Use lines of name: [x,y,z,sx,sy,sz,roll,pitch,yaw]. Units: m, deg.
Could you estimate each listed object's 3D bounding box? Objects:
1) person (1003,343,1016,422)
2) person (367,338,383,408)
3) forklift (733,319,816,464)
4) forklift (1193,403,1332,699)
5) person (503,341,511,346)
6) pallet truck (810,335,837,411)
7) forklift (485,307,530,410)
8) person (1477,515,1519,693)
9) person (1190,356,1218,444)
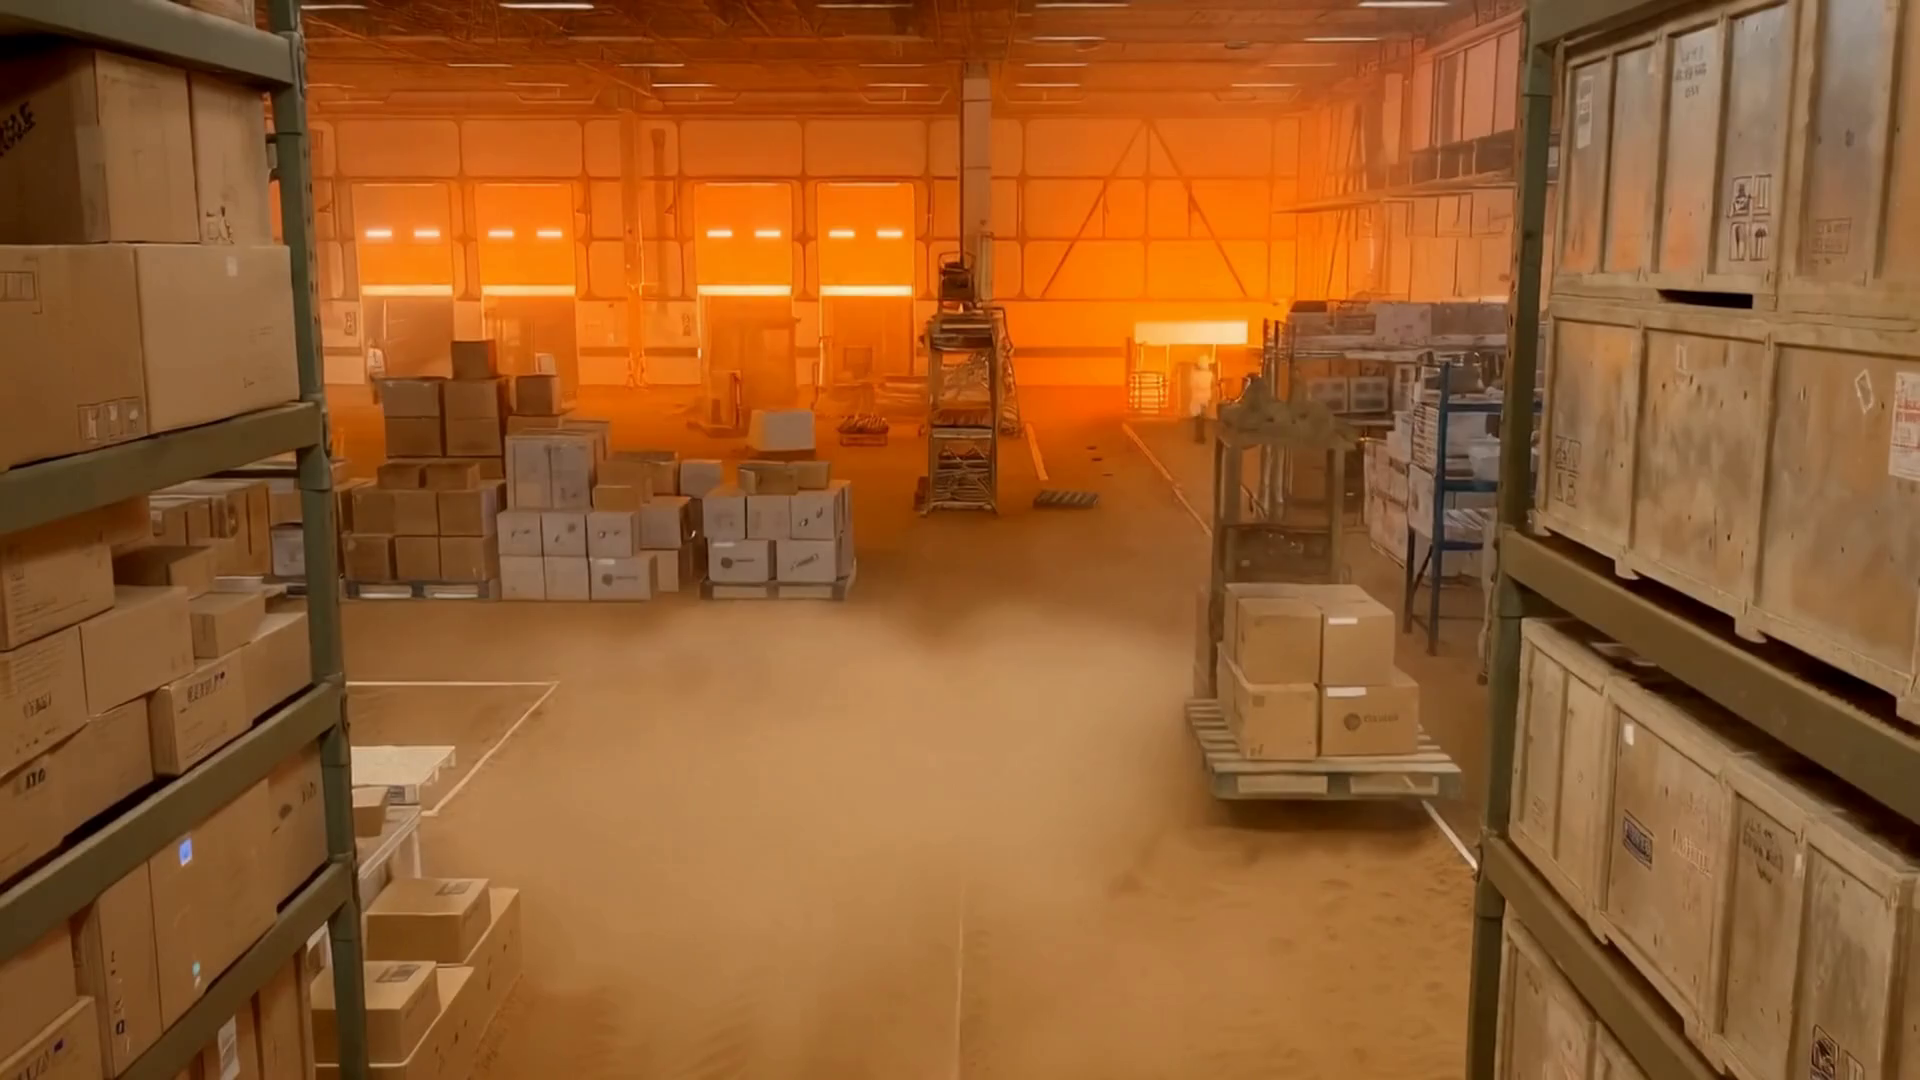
person: [1.193,-3.850,40.628,0.372,1.940,0.627,0,10,1]
person: [-15.460,-4.422,44.122,0.582,1.869,0.586,3,10,16]
forklift: [-3.659,-2.948,32.713,1.129,2.768,1.873,-5,11,-26]
forklift: [2.696,0.207,14.509,1.129,2.768,1.873,0,10,1]
person: [-13.093,-4.925,47.788,0.754,1.611,0.524,-1,10,-9]
pallet truck: [-3.021,-4.312,43.126,1.885,1.965,0.823,3,10,17]
forklift: [-10.754,-4.150,39.646,1.129,2.768,1.873,0,10,1]
person: [5.129,0.464,15.753,0.372,1.936,0.627,0,10,1]
person: [5.263,-3.008,35.856,0.565,1.915,0.624,-4,11,-22]
